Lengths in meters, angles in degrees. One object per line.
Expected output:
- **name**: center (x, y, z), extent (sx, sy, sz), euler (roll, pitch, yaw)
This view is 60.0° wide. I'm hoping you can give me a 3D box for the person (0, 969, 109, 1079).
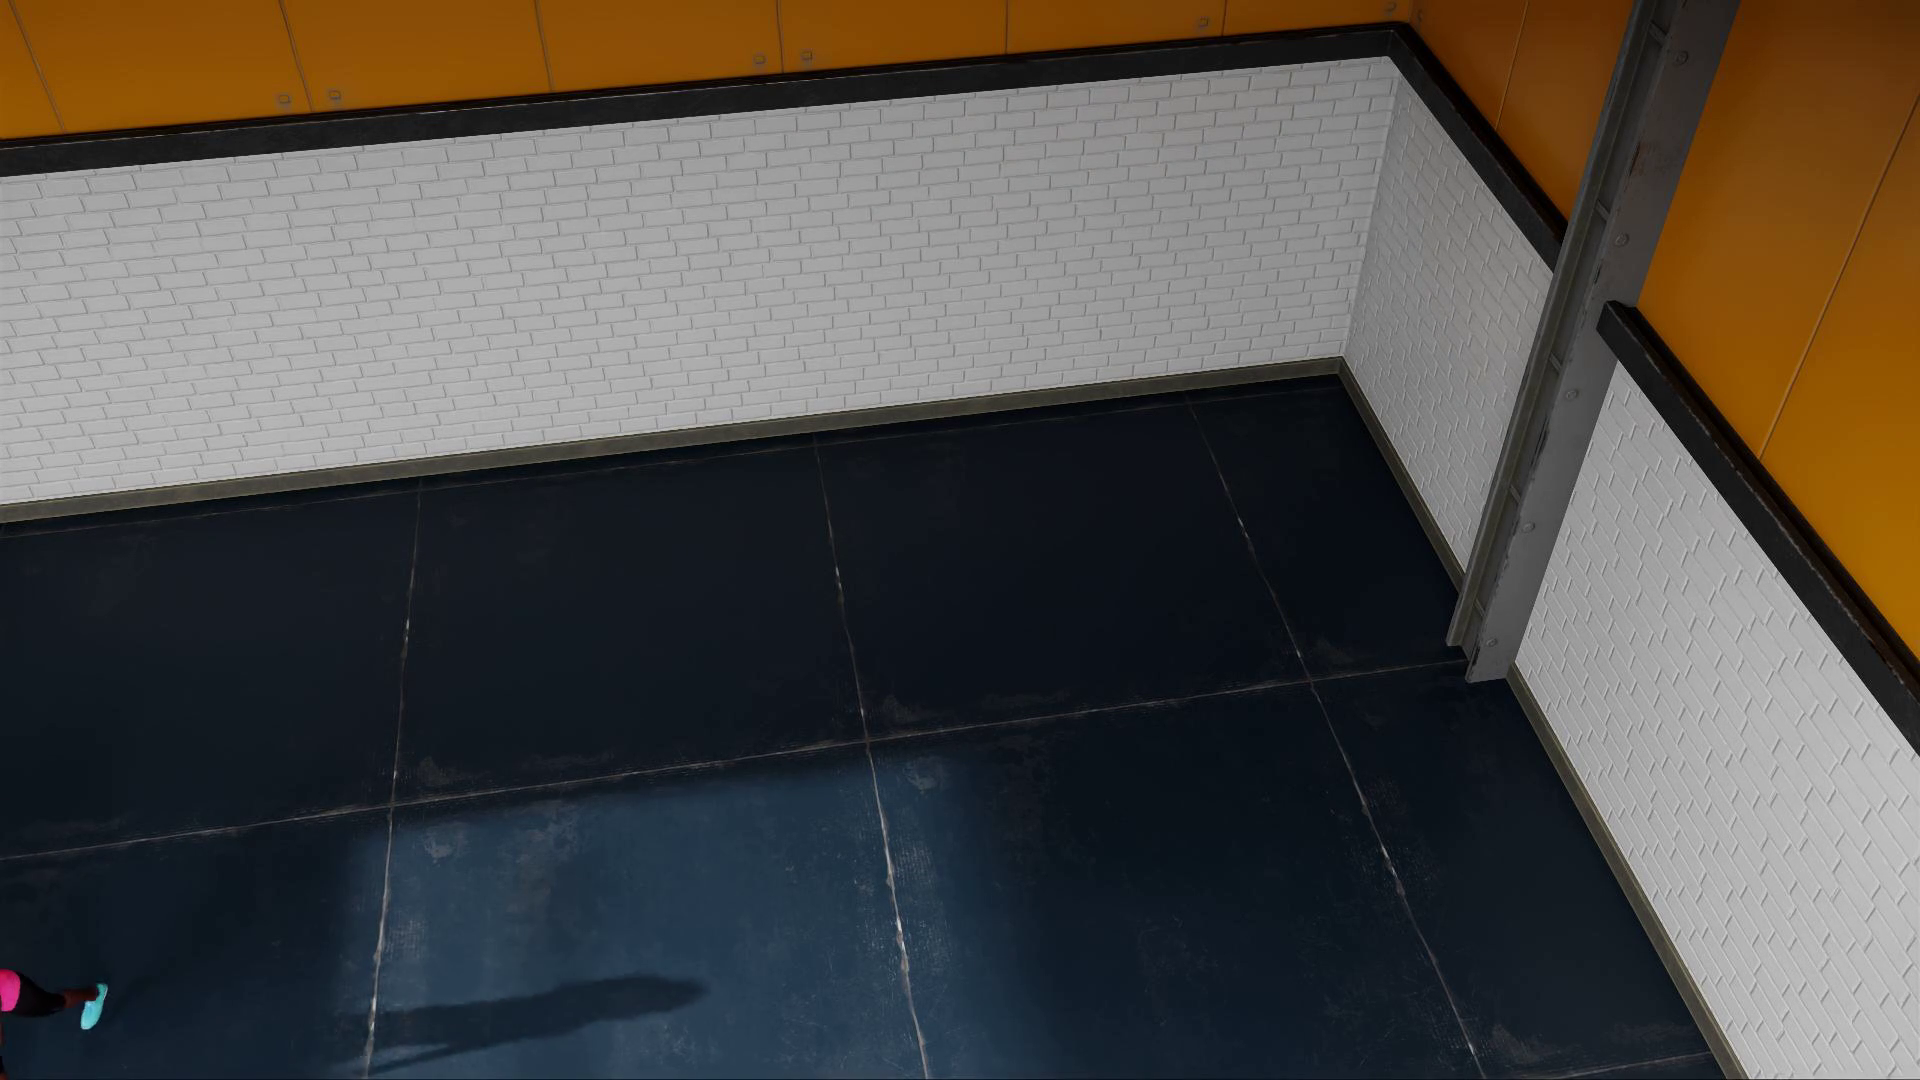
- **person**: center (-4.881, 2.279, 8.542), extent (0.809, 1.676, 1.251), euler (6, 44, 7)
